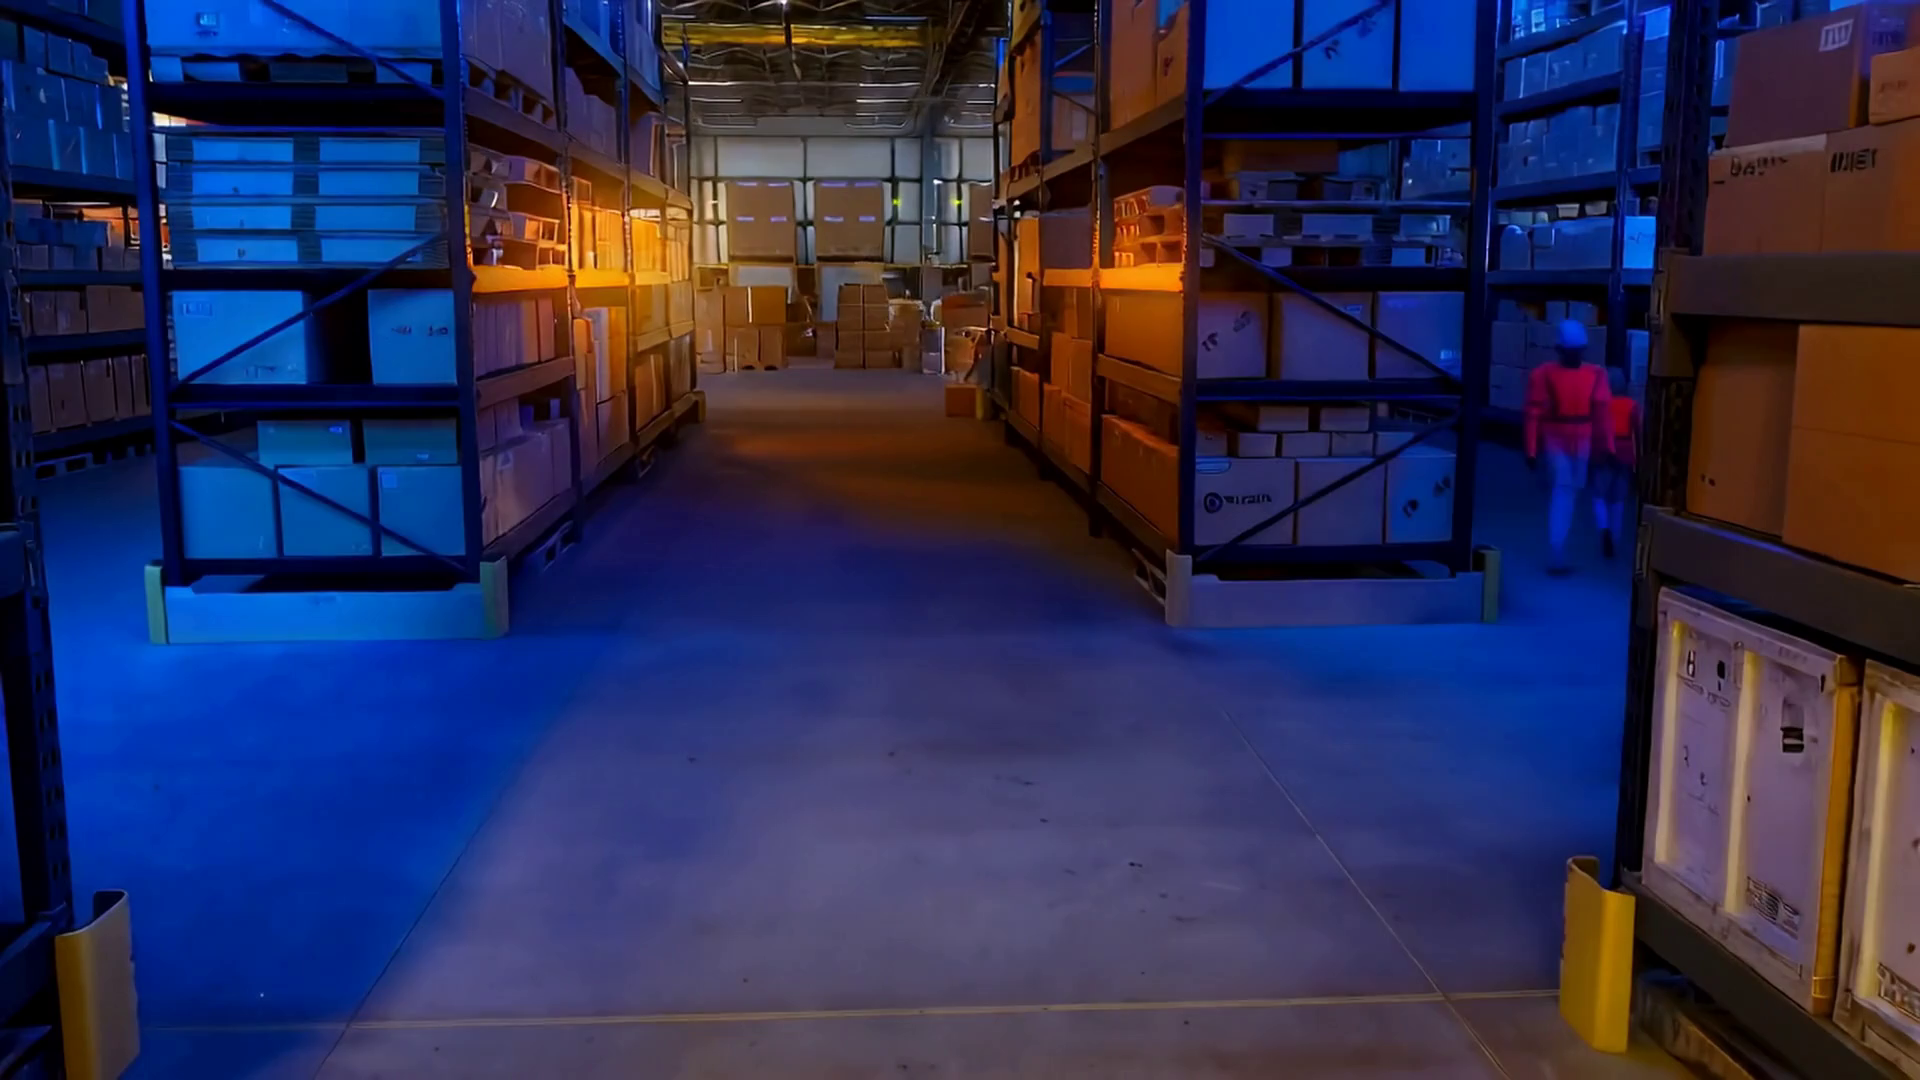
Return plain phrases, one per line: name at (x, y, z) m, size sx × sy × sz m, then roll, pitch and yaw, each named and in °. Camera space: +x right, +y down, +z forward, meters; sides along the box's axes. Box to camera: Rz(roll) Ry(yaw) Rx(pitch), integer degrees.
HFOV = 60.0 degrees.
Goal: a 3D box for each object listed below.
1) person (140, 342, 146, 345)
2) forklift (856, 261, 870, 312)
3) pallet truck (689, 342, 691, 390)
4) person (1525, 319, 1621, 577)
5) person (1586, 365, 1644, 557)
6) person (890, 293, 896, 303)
person at (-27.453, -7.554, 56.031) m, size 0.383 × 1.996 × 0.609 m, roll 1°, pitch 9°, yaw 9°
forklift at (-3.172, -7.833, 55.014) m, size 1.873 × 2.768 × 1.129 m, roll -1°, pitch 9°, yaw -8°
pallet truck at (-5.225, -3.008, 27.480) m, size 1.885 × 1.965 × 0.823 m, roll 2°, pitch 9°, yaw 14°
person at (4.802, -0.709, 13.023) m, size 0.635 × 2.010 × 0.764 m, roll -1°, pitch 9°, yaw -5°
person at (5.398, -0.632, 13.767) m, size 0.531 × 1.622 × 0.551 m, roll 2°, pitch 9°, yaw 10°
person at (-2.725, -9.255, 67.826) m, size 0.352 × 1.625 × 0.544 m, roll -2°, pitch 9°, yaw -13°
